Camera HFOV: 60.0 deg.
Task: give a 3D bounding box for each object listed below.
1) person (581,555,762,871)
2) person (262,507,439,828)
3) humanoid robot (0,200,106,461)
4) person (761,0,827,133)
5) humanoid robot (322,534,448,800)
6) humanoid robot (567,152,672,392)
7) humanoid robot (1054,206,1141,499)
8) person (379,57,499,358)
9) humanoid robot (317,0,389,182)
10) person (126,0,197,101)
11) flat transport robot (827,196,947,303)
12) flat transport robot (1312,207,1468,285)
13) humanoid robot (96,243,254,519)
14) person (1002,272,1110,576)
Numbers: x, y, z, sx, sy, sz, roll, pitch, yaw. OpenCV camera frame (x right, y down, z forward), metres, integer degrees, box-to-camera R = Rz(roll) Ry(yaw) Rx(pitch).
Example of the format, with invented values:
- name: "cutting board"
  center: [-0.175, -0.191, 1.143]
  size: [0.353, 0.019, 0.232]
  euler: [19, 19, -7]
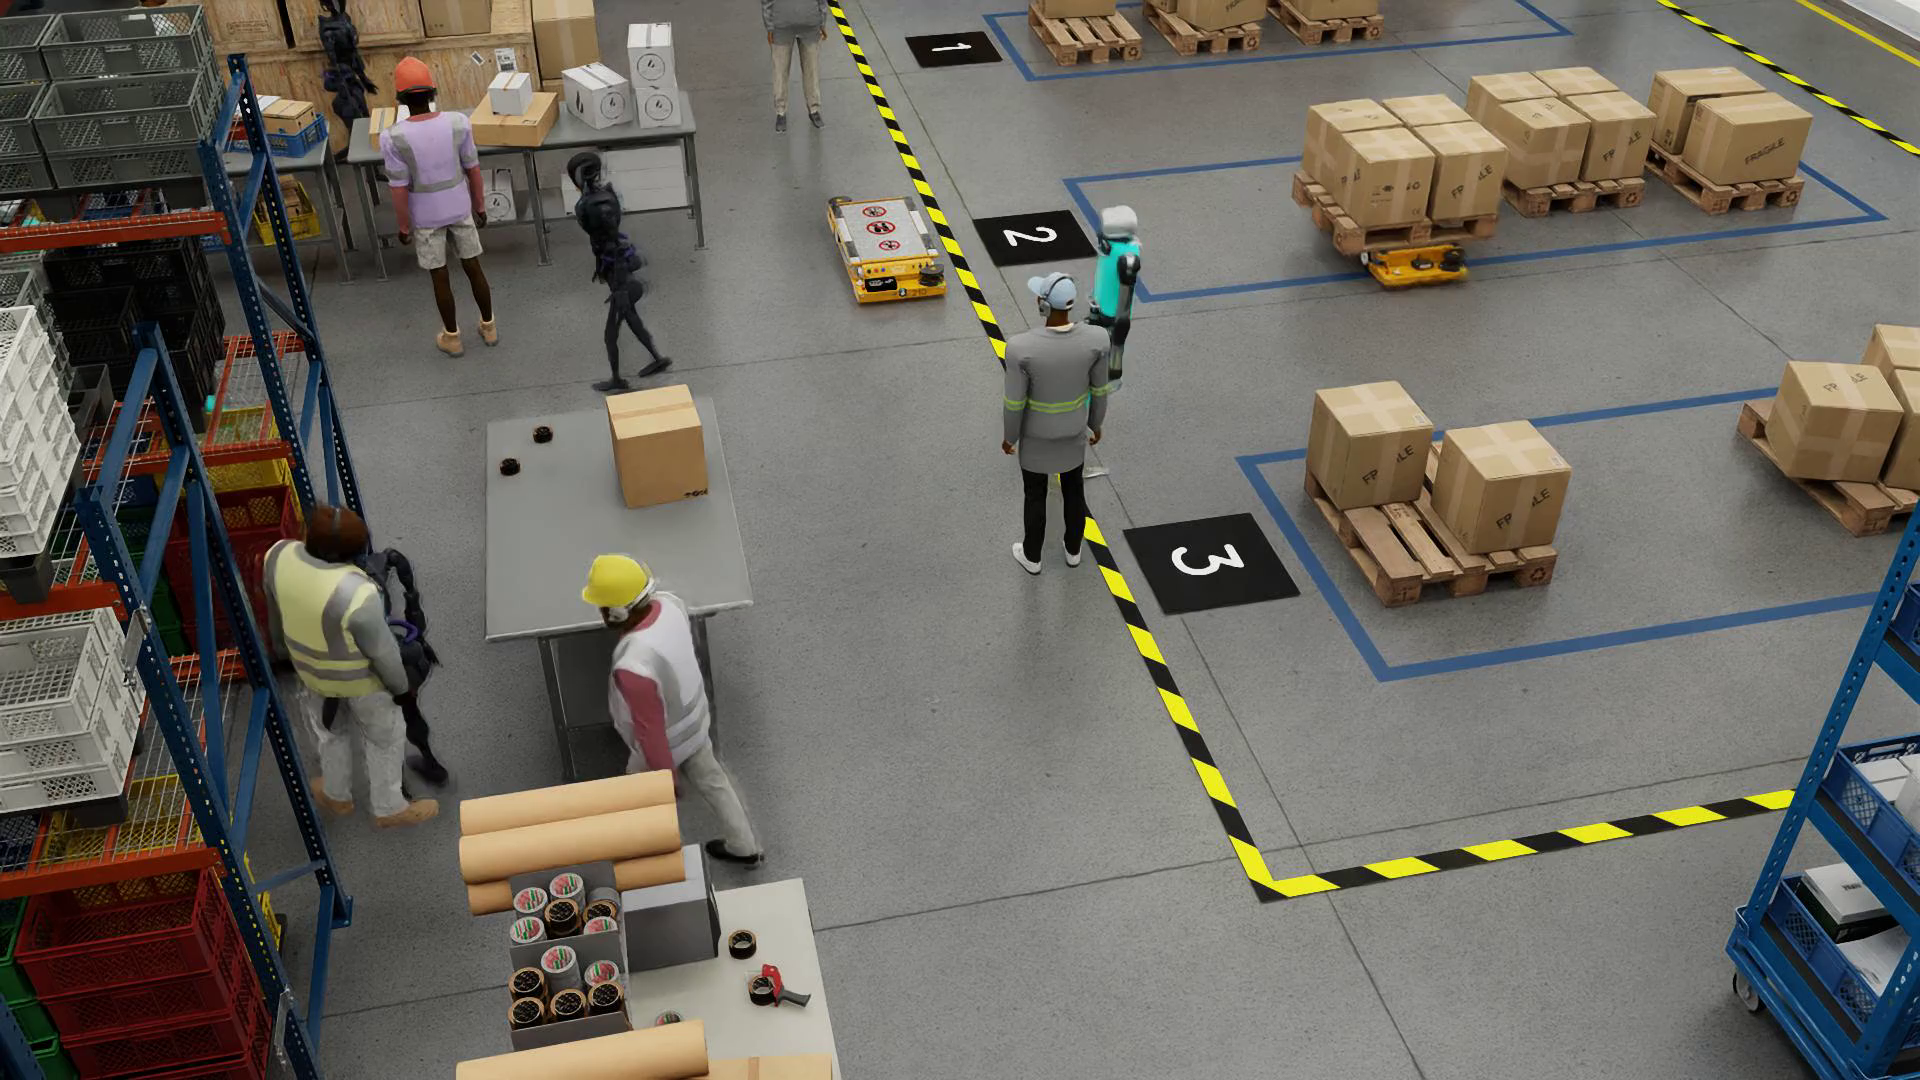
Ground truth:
- name: "person"
  center: [-1.322, 0.813, 7.203]
  size: [0.834, 1.780, 0.643]
  euler: [6, 37, 8]
- name: "person"
  center: [-2.802, 0.565, 7.518]
  size: [0.758, 1.805, 0.432]
  euler: [17, 40, 21]
- name: "humanoid robot"
  center: [-5.491, -1.138, 9.775]
  size: [0.532, 1.693, 0.742]
  euler: [5, 37, 7]
- name: "person"
  center: [-1.402, -4.368, 14.169]
  size: [0.562, 1.765, 0.399]
  euler: [-8, 37, -11]
- name: "humanoid robot"
  center: [-2.661, 0.581, 7.589]
  size: [0.335, 1.655, 0.614]
  euler: [21, 41, 26]
- name: "humanoid robot"
  center: [-2.205, -1.727, 10.706]
  size: [0.627, 1.632, 0.600]
  euler: [-18, 40, -22]
- name: "humanoid robot"
  center: [0.664, -1.067, 9.821]
  size: [0.745, 1.837, 0.575]
  euler: [-7, 37, -9]
- name: "person"
  center: [-3.446, -2.183, 11.004]
  size: [0.613, 2.040, 0.389]
  euler: [-23, 42, -27]
- name: "humanoid robot"
  center: [-4.935, -3.603, 13.226]
  size: [0.576, 1.640, 0.591]
  euler: [-1, 37, -1]
- name: "person"
  center: [-6.007, -3.433, 12.761]
  size: [0.615, 1.945, 0.390]
  euler: [27, 44, 32]
- name: "flat transport robot"
  center: [-0.570, -2.220, 12.538]
  size: [0.659, 0.231, 1.431]
  euler: [-8, 37, -10]
- name: "flat transport robot"
  center: [3.269, -2.385, 12.736]
  size: [0.652, 0.197, 1.431]
  euler: [-8, 37, -10]
- name: "humanoid robot"
  center: [-4.385, -0.832, 9.438]
  size: [0.756, 1.774, 0.536]
  euler: [25, 43, 29]
- name: "person"
  center: [0.507, -0.631, 9.073]
  size: [0.596, 1.852, 0.369]
  euler: [-9, 38, -12]
